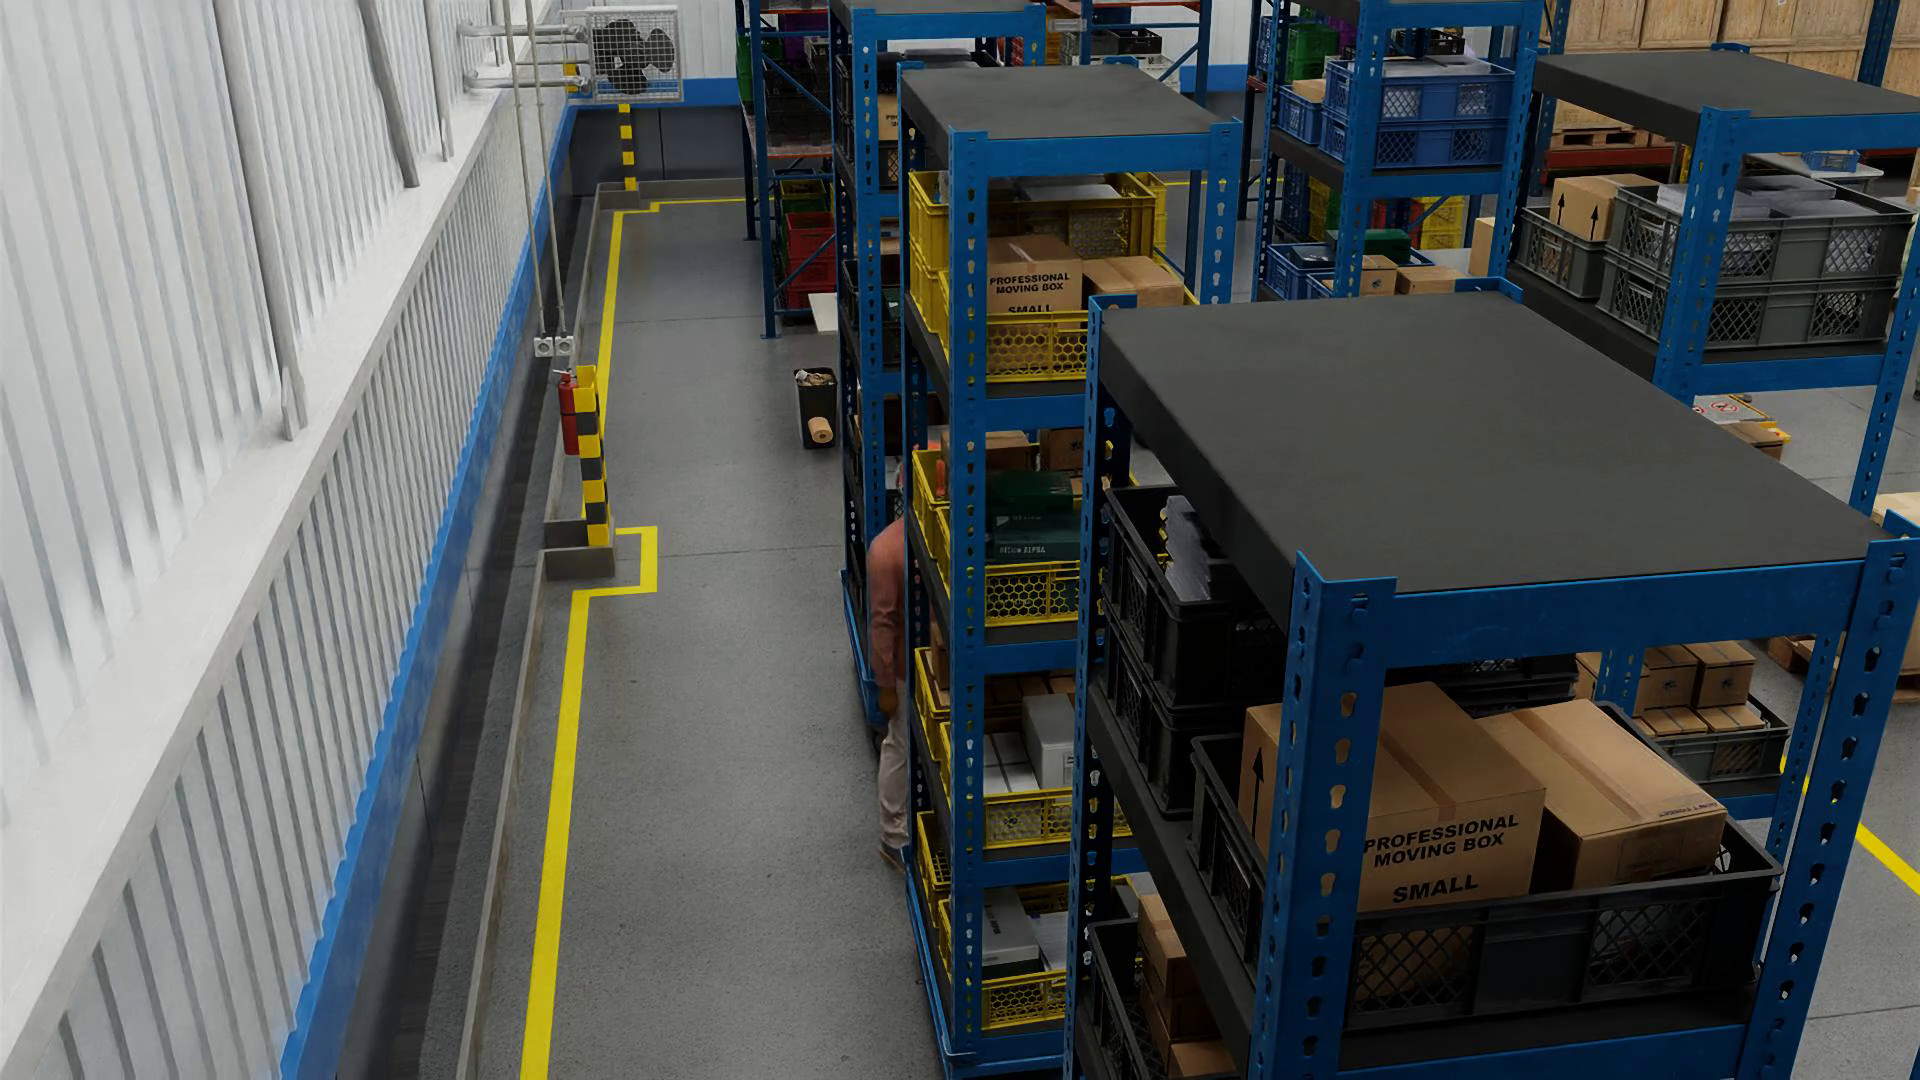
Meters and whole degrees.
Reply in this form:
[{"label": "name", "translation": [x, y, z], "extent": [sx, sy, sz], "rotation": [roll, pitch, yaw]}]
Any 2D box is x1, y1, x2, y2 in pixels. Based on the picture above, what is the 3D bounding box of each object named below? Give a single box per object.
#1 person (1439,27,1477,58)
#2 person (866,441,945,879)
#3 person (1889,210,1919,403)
[{"label": "person", "translation": [5.639, -5.058, 19.293], "extent": [0.374, 1.933, 0.625], "rotation": [-18, 30, -34]}, {"label": "person", "translation": [-0.135, 0.505, 7.120], "extent": [0.396, 1.992, 0.623], "rotation": [19, 31, 35]}, {"label": "person", "translation": [7.319, -1.881, 12.504], "extent": [0.598, 1.827, 0.403], "rotation": [5, 25, 11]}]
